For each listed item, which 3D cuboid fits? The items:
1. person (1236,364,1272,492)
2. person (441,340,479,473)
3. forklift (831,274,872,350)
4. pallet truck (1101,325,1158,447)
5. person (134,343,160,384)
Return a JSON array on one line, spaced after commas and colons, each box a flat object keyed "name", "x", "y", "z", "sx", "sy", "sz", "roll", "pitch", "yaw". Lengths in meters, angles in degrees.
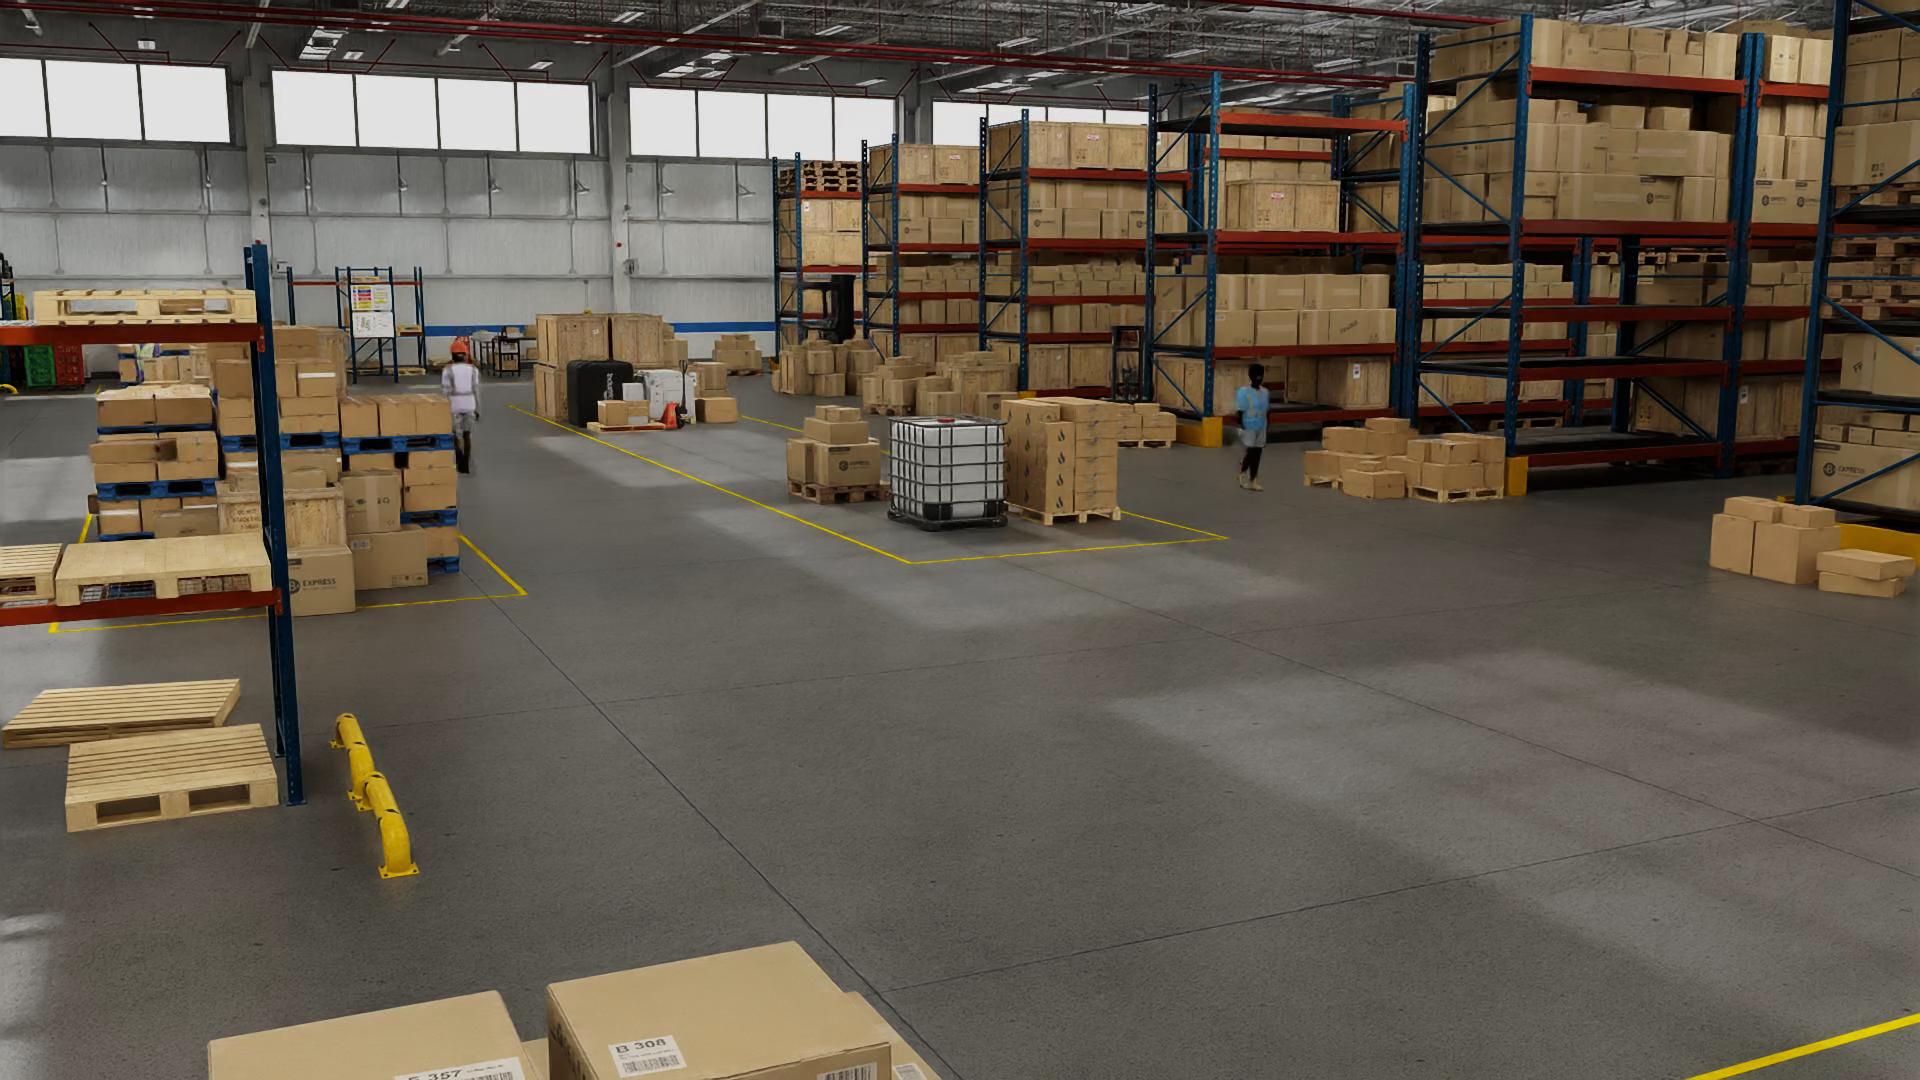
[{"name": "person", "x": 3.878, "y": -1.471, "z": 21.877, "sx": 0.551, "sy": 1.685, "sz": 0.366, "roll": -5, "pitch": 11, "yaw": -30}, {"name": "person", "x": -7.136, "y": -1.896, "z": 23.807, "sx": 0.553, "sy": 1.922, "sz": 0.451, "roll": -6, "pitch": 11, "yaw": -32}, {"name": "forklift", "x": -3.006, "y": -5.480, "z": 43.089, "sx": 1.873, "sy": 2.768, "sz": 1.129, "roll": -4, "pitch": 10, "yaw": -25}, {"name": "pallet truck", "x": 2.881, "y": -2.596, "z": 27.923, "sx": 0.823, "sy": 1.965, "sz": 1.885, "roll": -1, "pitch": 9, "yaw": -7}, {"name": "person", "x": -15.606, "y": -3.205, "z": 31.972, "sx": 0.600, "sy": 1.916, "sz": 0.396, "roll": 4, "pitch": 10, "yaw": 21}]
